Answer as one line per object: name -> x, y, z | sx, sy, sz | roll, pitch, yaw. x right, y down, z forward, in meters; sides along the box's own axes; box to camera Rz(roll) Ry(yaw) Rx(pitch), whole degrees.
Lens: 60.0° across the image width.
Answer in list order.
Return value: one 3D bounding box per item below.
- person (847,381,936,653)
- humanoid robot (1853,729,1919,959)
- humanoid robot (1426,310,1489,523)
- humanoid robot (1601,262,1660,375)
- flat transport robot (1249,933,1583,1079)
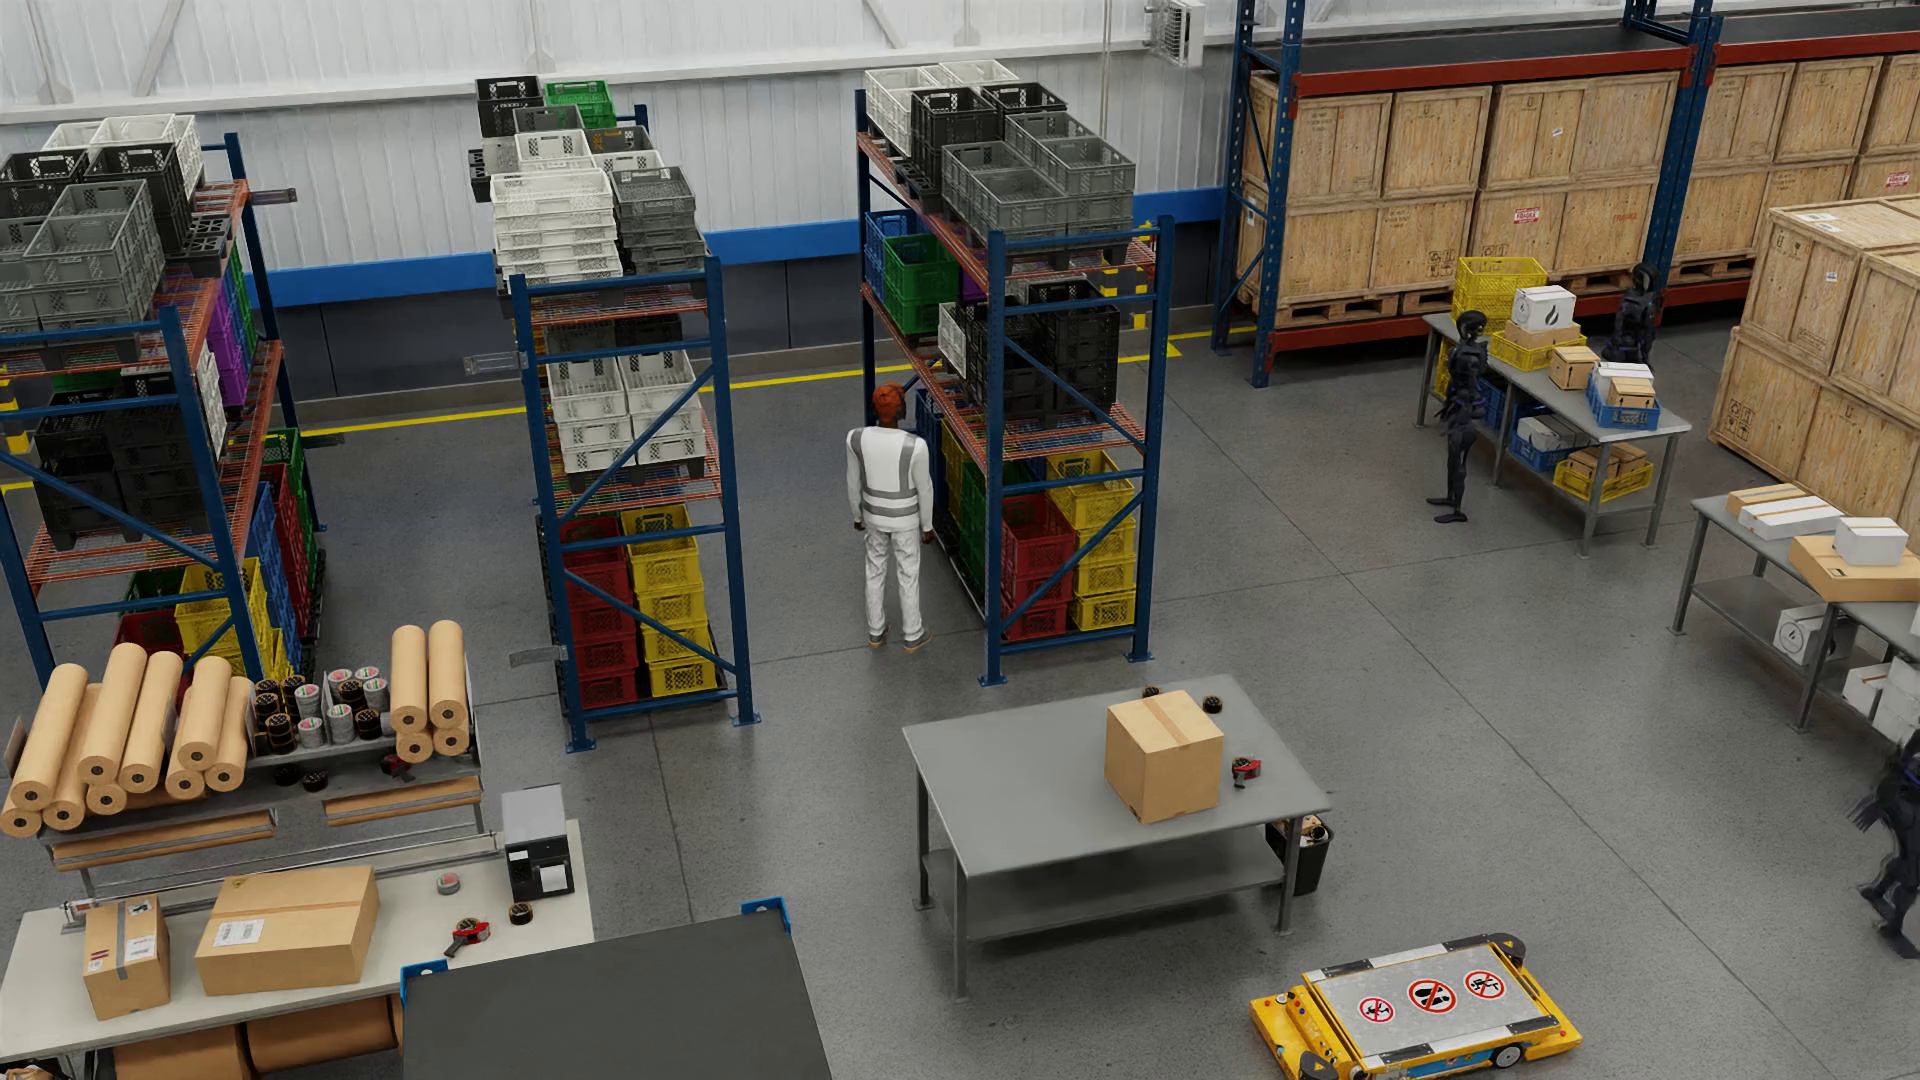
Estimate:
person -> -0.436, -0.137, 10.735 | 0.573, 1.883, 0.355 | 10, 30, 17
humanoid robot -> 4.878, 1.326, 8.303 | 0.602, 1.634, 0.637 | -7, 30, -12
humanoid robot -> 3.707, -0.928, 12.377 | 0.331, 1.653, 0.600 | 3, 29, 5
humanoid robot -> 5.313, -1.420, 13.268 | 0.610, 1.657, 0.313 | -21, 35, -34
flat transport robot -> 2.184, 2.282, 7.980 | 1.431, 0.197, 0.652 | -8, 30, -14
